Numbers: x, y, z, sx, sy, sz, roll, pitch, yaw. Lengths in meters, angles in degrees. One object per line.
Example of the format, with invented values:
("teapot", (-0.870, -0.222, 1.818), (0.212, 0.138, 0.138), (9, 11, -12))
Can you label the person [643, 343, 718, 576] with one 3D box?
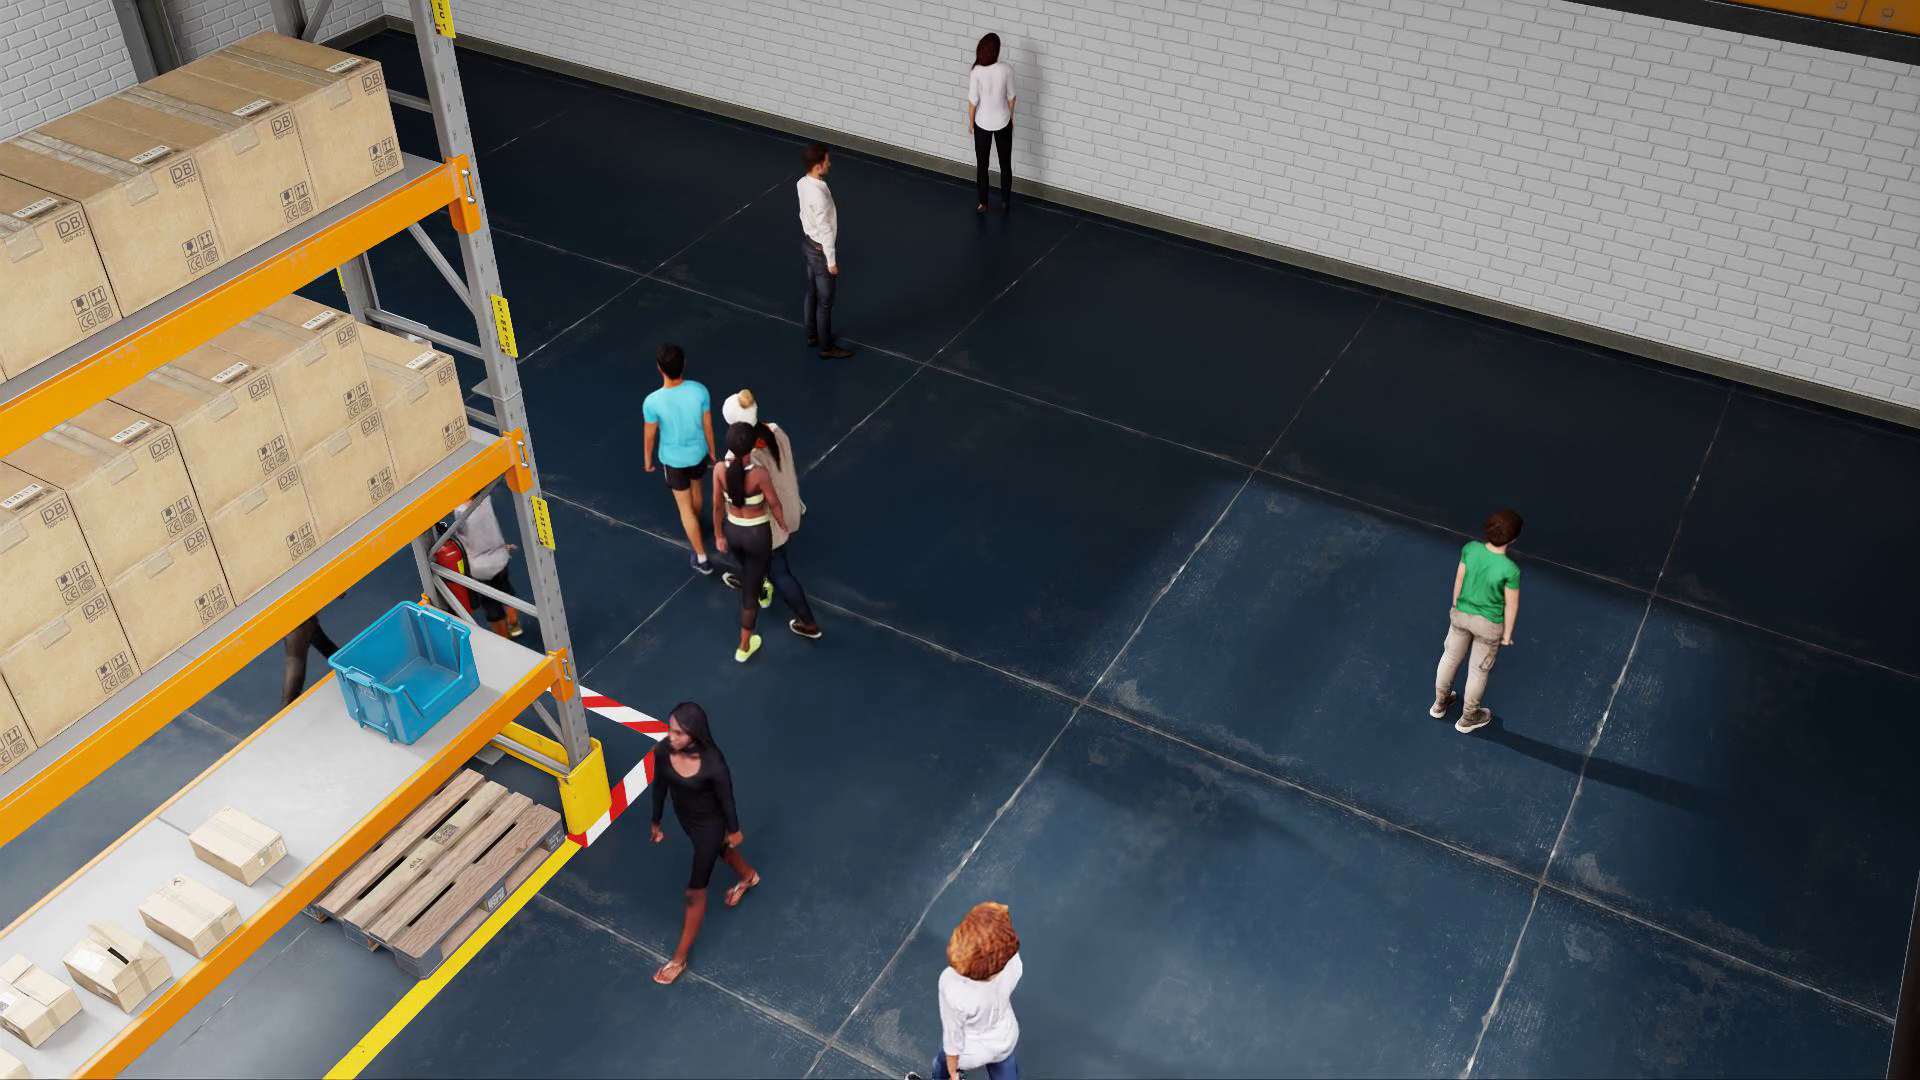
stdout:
("person", (-1.887, -0.524, 11.486), (1.047, 1.747, 1.022), (-18, 42, -21))

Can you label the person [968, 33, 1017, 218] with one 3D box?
("person", (0.309, -3.891, 15.665), (0.682, 1.793, 0.716), (-5, 39, -7))

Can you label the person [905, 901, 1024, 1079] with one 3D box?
("person", (0.158, 2.418, 7.850), (1.032, 1.687, 0.971), (-21, 43, -24))

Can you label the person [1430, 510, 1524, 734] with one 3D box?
("person", (3.208, 0.495, 10.287), (0.609, 1.651, 0.632), (-31, 48, -33))

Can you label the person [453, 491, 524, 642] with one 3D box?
("person", (-3.089, 0.113, 10.930), (0.578, 1.446, 0.708), (-32, 48, -33))

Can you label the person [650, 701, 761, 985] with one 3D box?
("person", (-1.347, 1.490, 9.028), (0.638, 1.667, 1.155), (21, 43, 24))

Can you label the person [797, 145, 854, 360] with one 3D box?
("person", (-1.160, -2.372, 13.703), (0.747, 1.869, 0.736), (-16, 41, -19))

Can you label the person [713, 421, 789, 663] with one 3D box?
("person", (-1.401, 0.058, 10.778), (0.702, 1.722, 1.056), (12, 40, 15))

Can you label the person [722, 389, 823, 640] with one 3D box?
("person", (-1.212, -0.138, 10.916), (0.786, 1.854, 1.115), (23, 44, 26))
